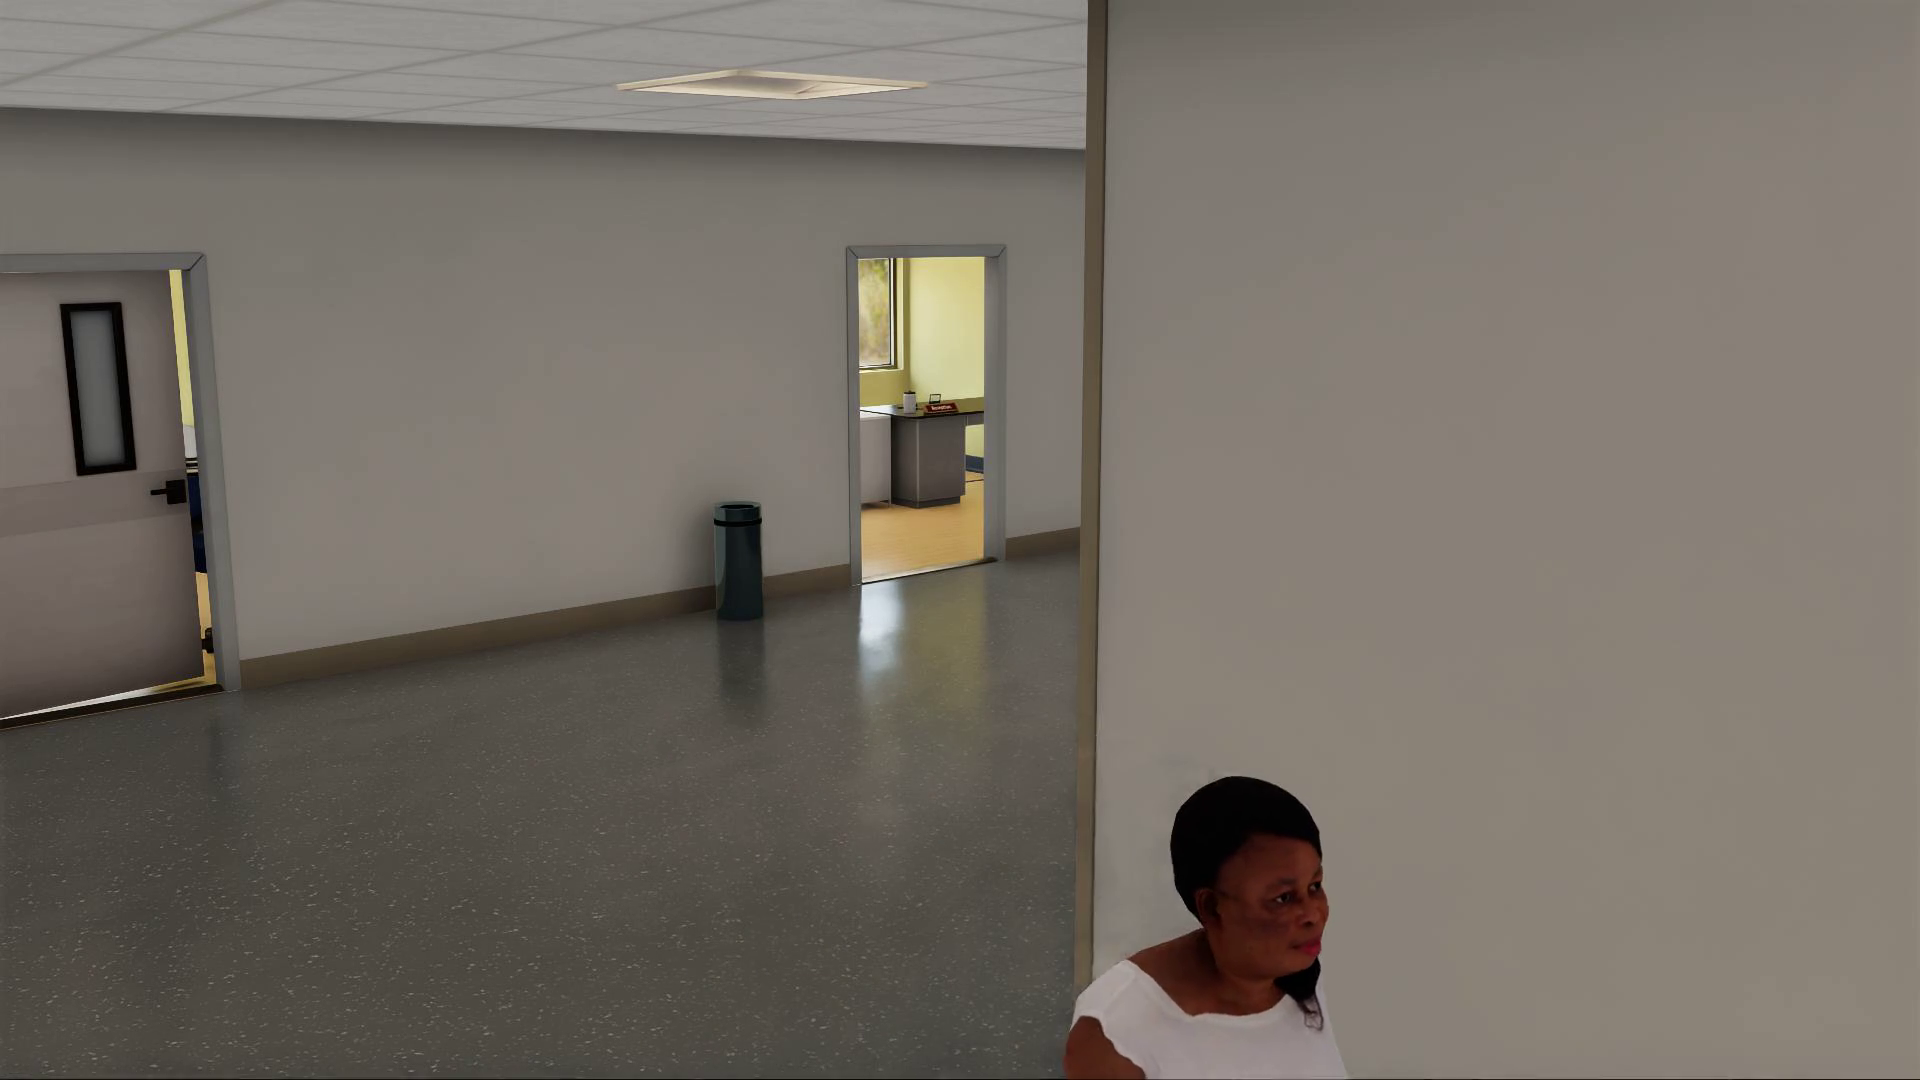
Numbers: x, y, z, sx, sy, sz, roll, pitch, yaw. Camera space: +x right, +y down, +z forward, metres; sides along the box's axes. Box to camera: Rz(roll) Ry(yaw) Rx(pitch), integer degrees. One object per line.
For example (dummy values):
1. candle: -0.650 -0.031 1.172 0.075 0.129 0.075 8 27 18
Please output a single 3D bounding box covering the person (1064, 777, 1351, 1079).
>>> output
1. person: 0.326 1.162 2.552 1.005 1.654 0.761 -7 13 -34
